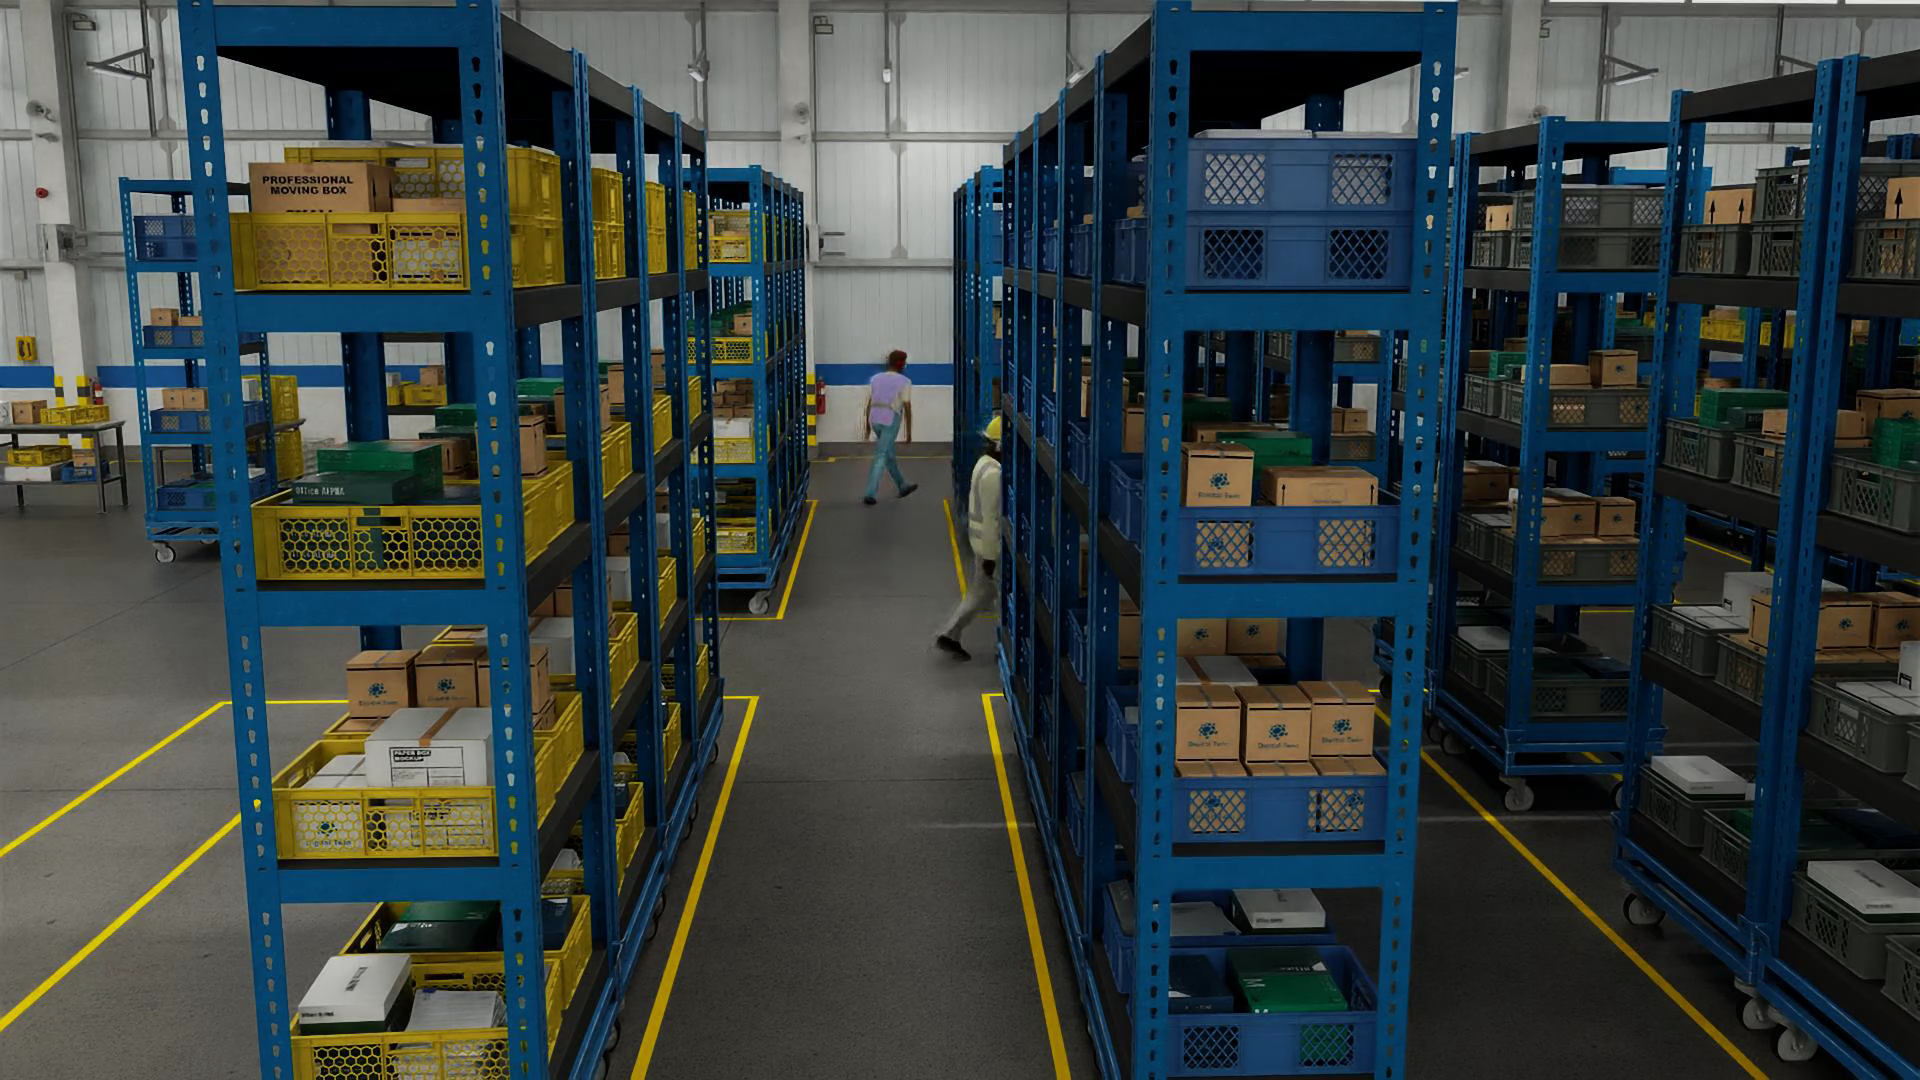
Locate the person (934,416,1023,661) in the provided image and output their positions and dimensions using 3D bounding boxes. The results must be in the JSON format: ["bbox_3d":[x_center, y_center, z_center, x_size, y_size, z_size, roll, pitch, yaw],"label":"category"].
[{"bbox_3d":[0.186,0.018,11.814,0.790,1.808,0.603,-1,10,-5],"label":"person"}]

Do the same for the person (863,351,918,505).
[{"bbox_3d":[-0.828,-1.314,19.435,0.573,1.774,1.044,8,13,37],"label":"person"}]
